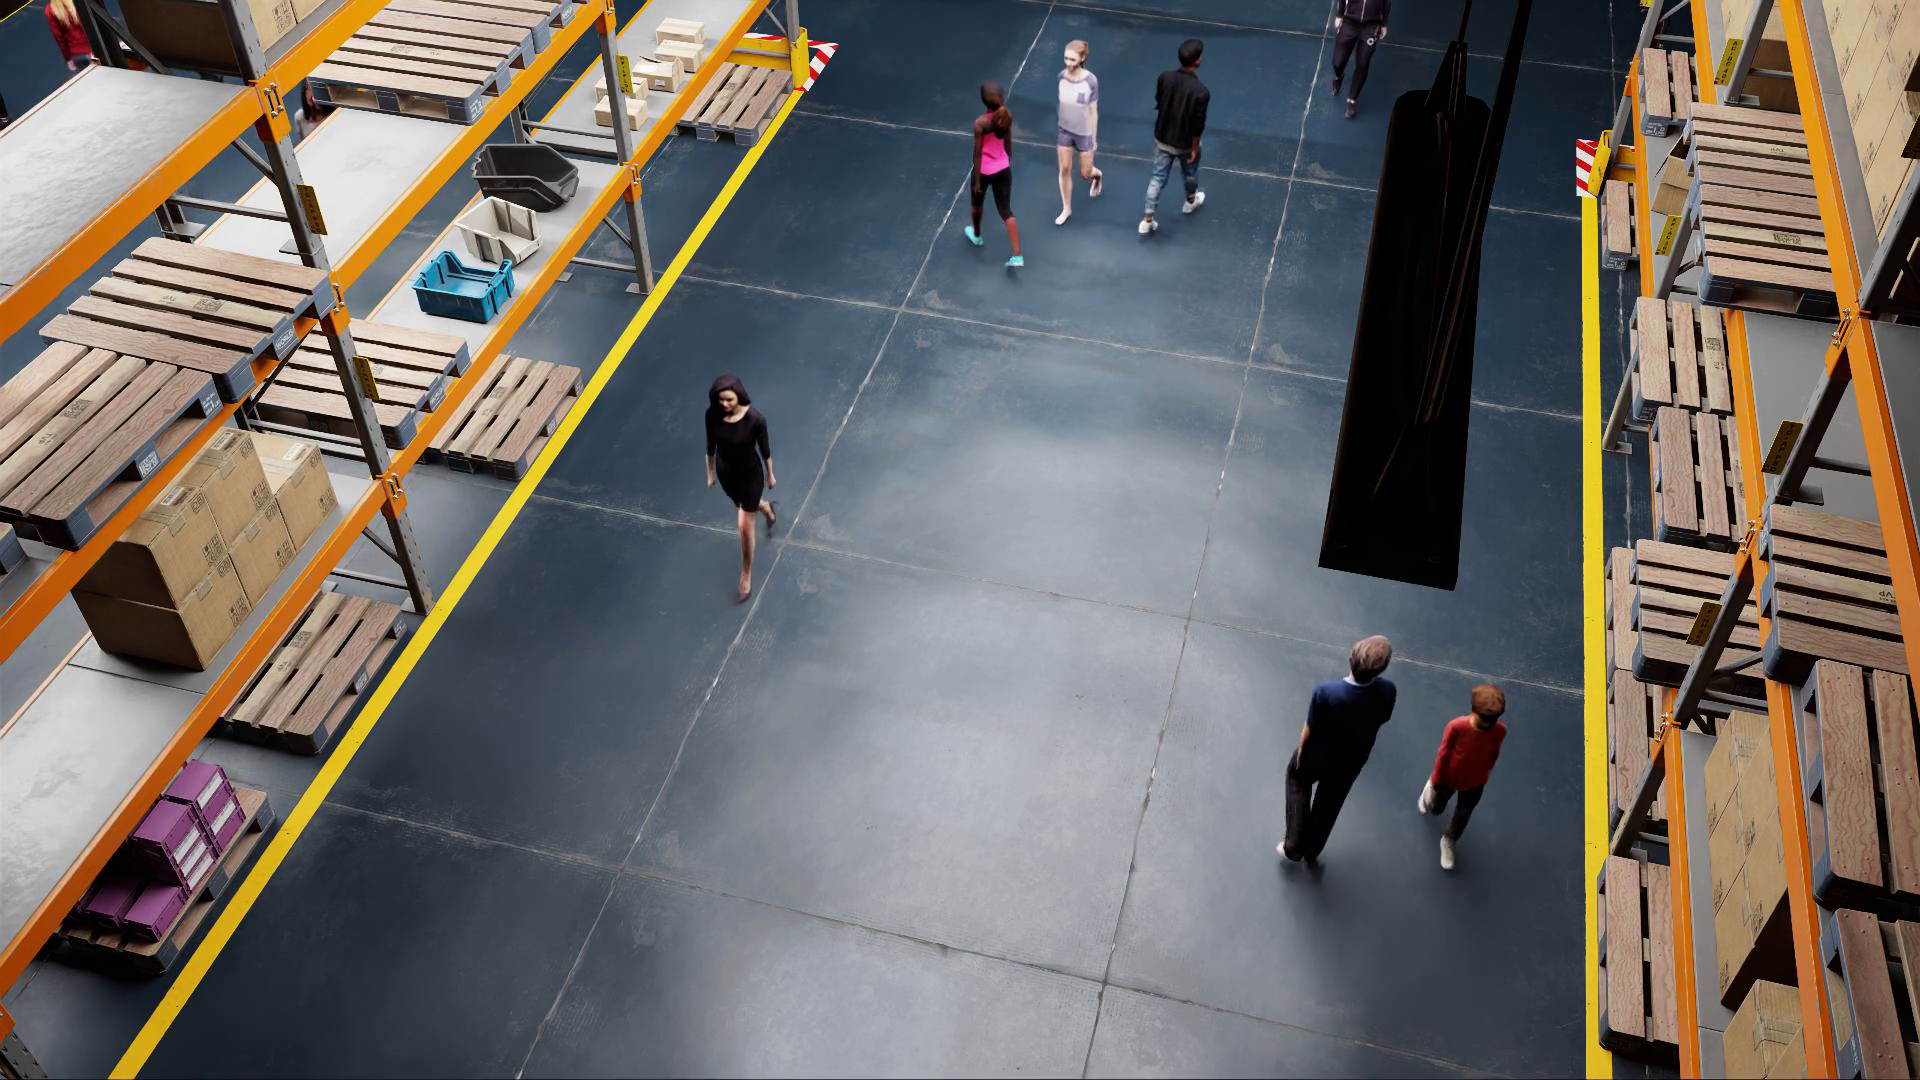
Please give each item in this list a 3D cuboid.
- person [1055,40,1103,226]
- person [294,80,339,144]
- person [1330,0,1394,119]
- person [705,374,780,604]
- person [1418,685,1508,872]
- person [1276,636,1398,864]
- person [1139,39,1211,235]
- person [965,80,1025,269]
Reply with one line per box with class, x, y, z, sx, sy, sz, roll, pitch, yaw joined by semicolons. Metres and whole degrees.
person;1.084;-3.670;14.838;0.706;1.746;0.912;22;48;21
person;-5.499;-3.346;14.609;0.818;1.592;0.896;-13;45;-13
person;3.929;-5.067;16.249;0.653;1.823;0.736;11;45;11
person;-1.472;-0.471;11.462;0.667;1.771;1.115;14;45;14
person;2.956;1.326;9.839;0.576;1.408;0.783;3;44;4
person;2.193;1.299;9.551;0.750;1.844;0.779;-3;44;-3
person;1.856;-3.514;14.654;0.960;1.774;1.246;26;50;25
person;0.328;-3.109;14.292;1.049;1.688;1.131;-20;47;-20
